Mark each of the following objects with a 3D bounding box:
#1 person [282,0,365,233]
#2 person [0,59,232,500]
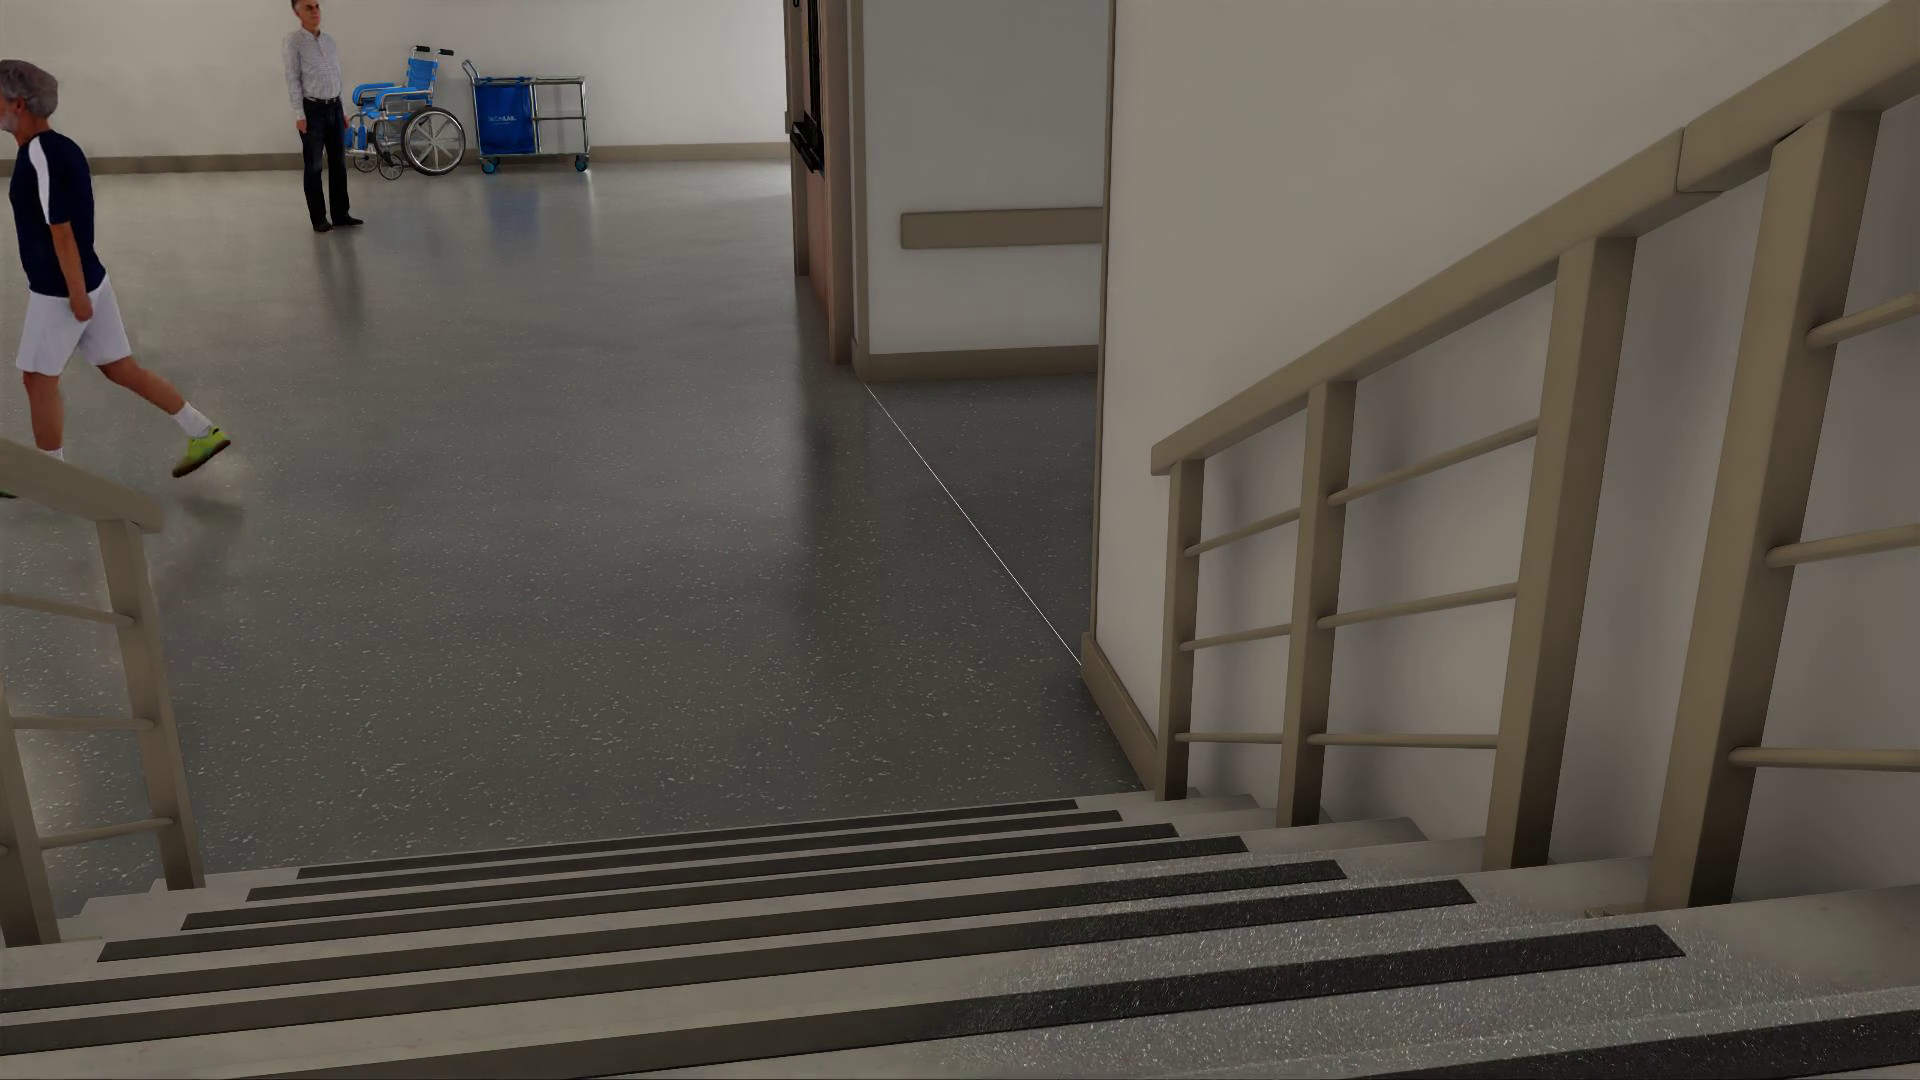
[{"bbox_3d":[-5.001,-3.352,12.987,0.797,1.820,0.720,12,24,28],"label":"person"},{"bbox_3d":[-3.606,-1.045,6.926,0.798,1.799,1.143,-6,22,-15],"label":"person"}]
